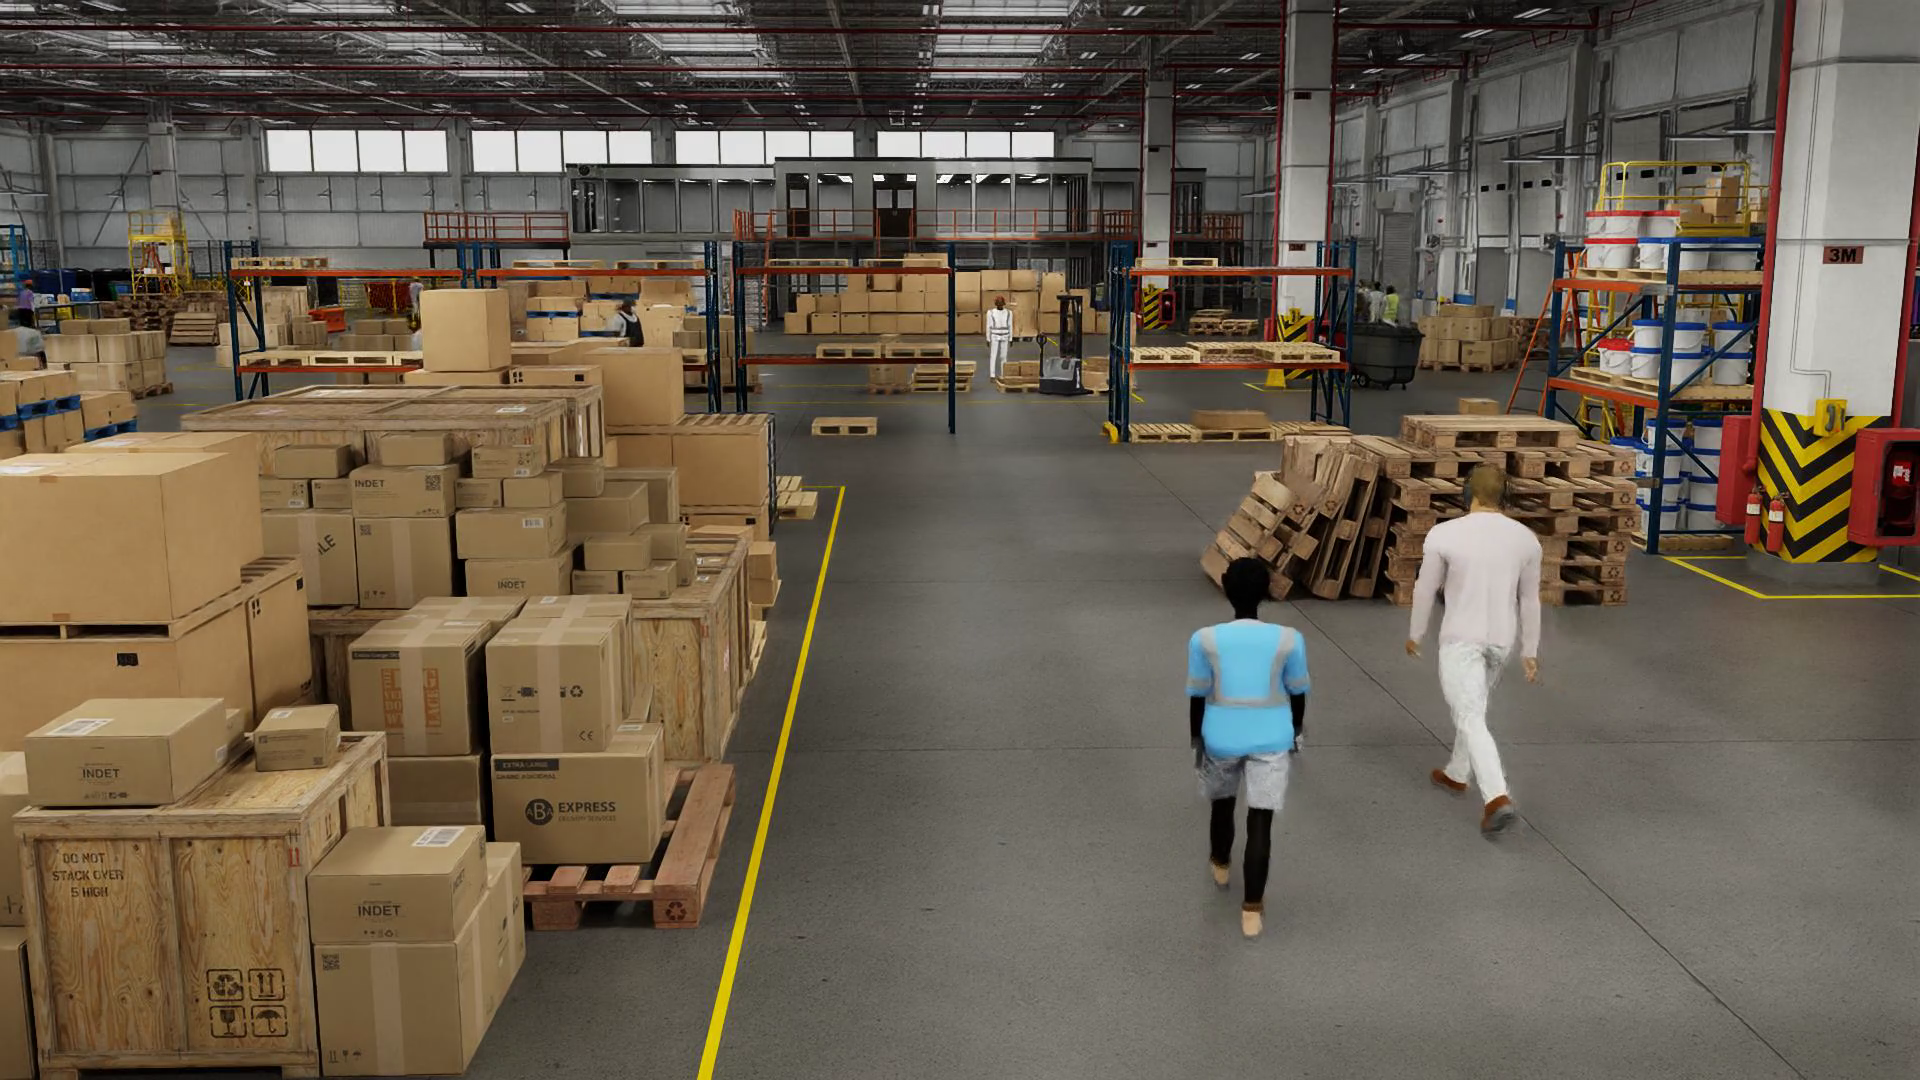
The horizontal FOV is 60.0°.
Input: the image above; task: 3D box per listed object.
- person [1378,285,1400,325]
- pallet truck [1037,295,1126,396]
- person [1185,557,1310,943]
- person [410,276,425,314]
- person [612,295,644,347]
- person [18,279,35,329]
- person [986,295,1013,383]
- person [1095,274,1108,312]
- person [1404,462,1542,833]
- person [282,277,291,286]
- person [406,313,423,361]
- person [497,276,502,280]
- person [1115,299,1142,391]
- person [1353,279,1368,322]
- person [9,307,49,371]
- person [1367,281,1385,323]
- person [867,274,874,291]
[{"bbox_3d":[12.159,-6.283,46.951,0.621,1.818,0.830,-7,12,-35],"label":"person"},{"bbox_3d":[2.483,-3.881,33.060,1.885,1.965,0.823,-7,13,-36],"label":"pallet truck"},{"bbox_3d":[1.282,0.891,7.439,0.538,1.647,0.886,2,10,13],"label":"person"},{"bbox_3d":[-20.043,-8.918,61.659,0.609,1.796,0.824,1,10,5],"label":"person"},{"bbox_3d":[-6.506,-3.800,32.491,0.738,2.000,0.682,6,12,29],"label":"person"},{"bbox_3d":[-28.871,-7.093,51.286,0.557,1.900,0.875,7,13,36],"label":"person"},{"bbox_3d":[0.856,-4.334,35.900,0.587,1.882,0.341,-2,10,-11],"label":"person"},{"bbox_3d":[4.929,-8.300,57.937,0.396,1.910,0.586,-6,12,-31],"label":"person"},{"bbox_3d":[2.753,0.546,8.728,0.630,1.896,1.010,-2,10,-13],"label":"person"},{"bbox_3d":[-24.693,-8.778,61.048,0.487,1.745,0.290,-2,10,-11],"label":"person"},{"bbox_3d":[-8.961,-2.840,27.661,0.649,1.855,0.536,0,10,-1],"label":"person"},{"bbox_3d":[-14.556,-7.362,52.611,1.023,1.939,0.621,-8,13,-38],"label":"person"},{"bbox_3d":[3.331,-4.030,34.155,0.612,1.919,0.948,-8,13,-38],"label":"person"},{"bbox_3d":[12.931,-7.549,54.019,0.905,1.805,0.539,-7,12,-35],"label":"person"},{"bbox_3d":[-15.446,-2.877,27.593,0.603,1.950,0.437,2,10,10],"label":"person"},{"bbox_3d":[12.588,-6.903,50.343,0.518,1.846,0.771,4,11,19],"label":"person"},{"bbox_3d":[-3.338,-8.492,58.959,0.542,1.928,0.399,-3,11,-18],"label":"person"}]
